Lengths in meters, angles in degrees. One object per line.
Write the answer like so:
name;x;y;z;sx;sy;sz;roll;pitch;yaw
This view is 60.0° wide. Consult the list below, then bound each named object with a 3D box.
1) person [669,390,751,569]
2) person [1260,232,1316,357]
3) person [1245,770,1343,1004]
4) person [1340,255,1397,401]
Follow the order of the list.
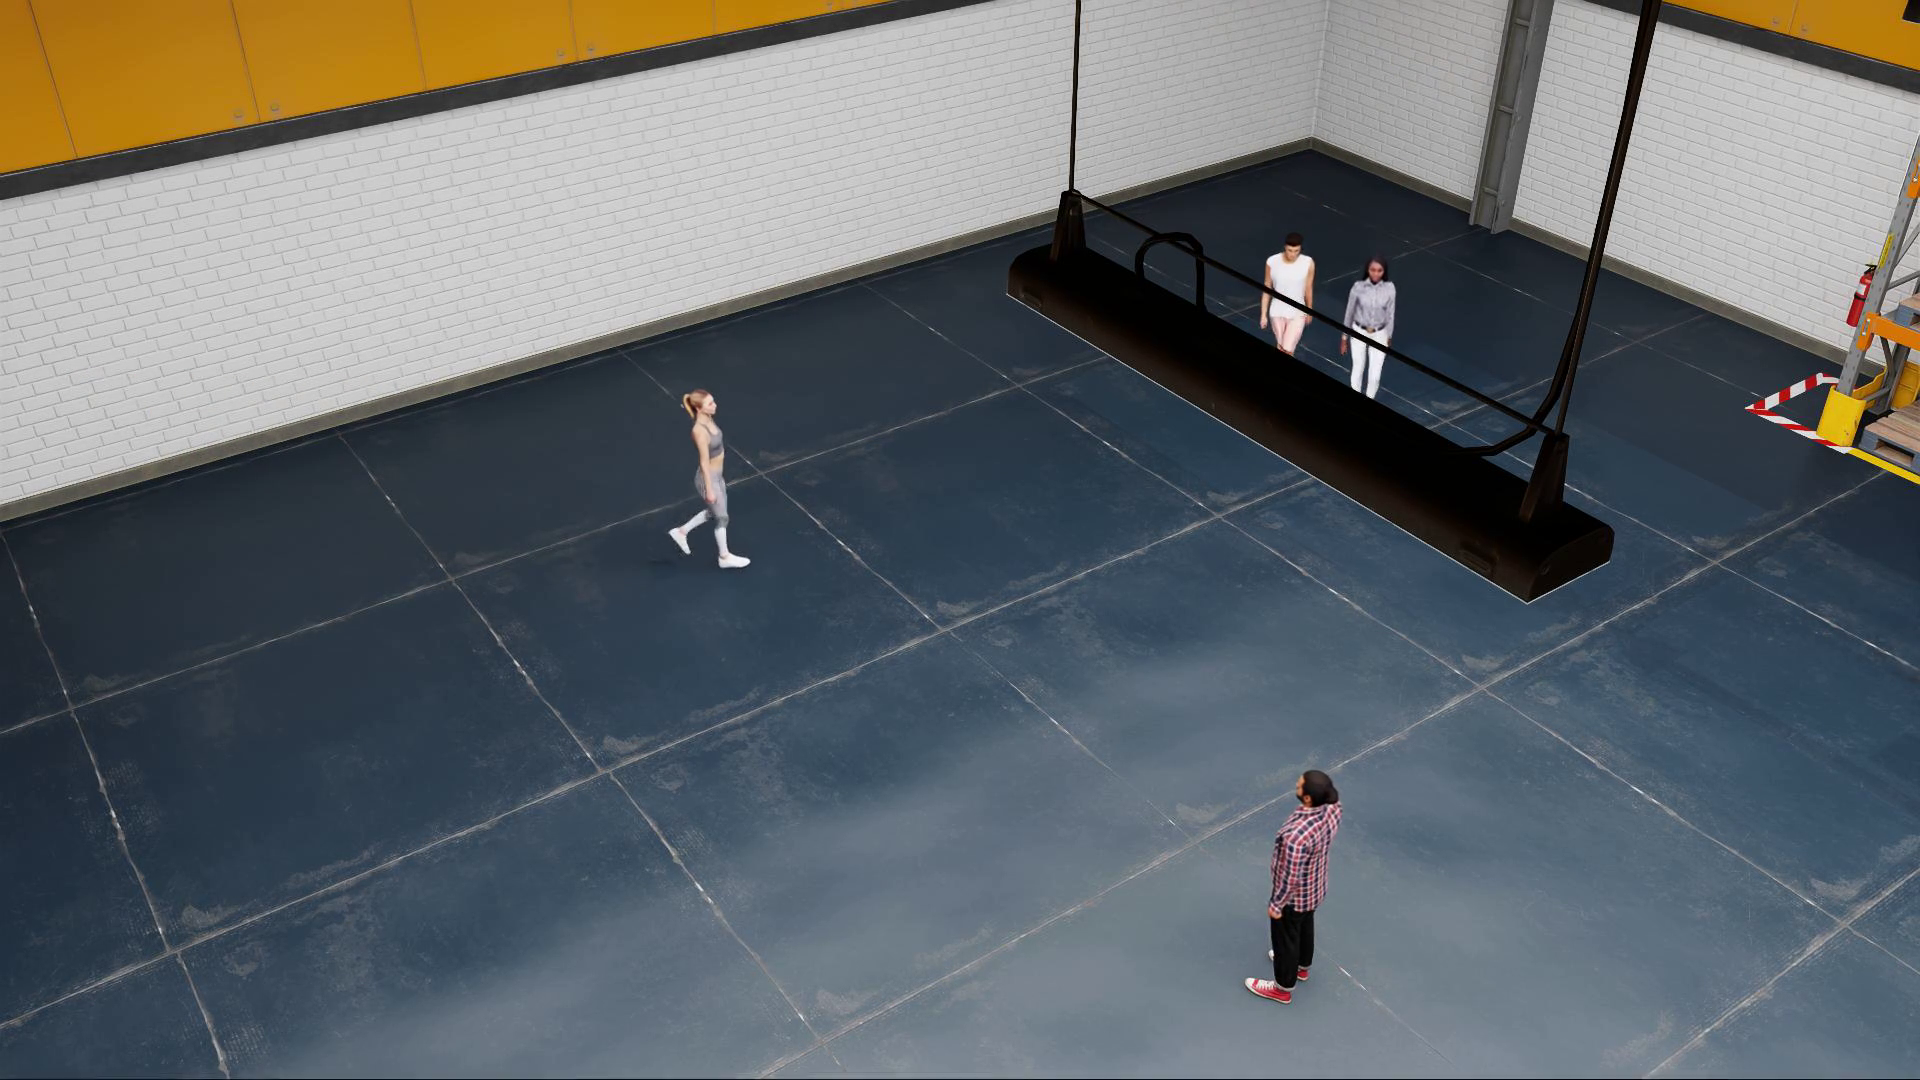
person;-2.144;-0.487;13.801;0.939;1.688;0.931;1;34;2
person;3.271;-2.288;16.475;1.086;1.726;1.031;13;36;19
person;2.022;2.046;9.923;0.716;1.761;0.762;23;40;30
person;3.932;-1.966;16.005;0.791;1.711;0.855;9;35;14
